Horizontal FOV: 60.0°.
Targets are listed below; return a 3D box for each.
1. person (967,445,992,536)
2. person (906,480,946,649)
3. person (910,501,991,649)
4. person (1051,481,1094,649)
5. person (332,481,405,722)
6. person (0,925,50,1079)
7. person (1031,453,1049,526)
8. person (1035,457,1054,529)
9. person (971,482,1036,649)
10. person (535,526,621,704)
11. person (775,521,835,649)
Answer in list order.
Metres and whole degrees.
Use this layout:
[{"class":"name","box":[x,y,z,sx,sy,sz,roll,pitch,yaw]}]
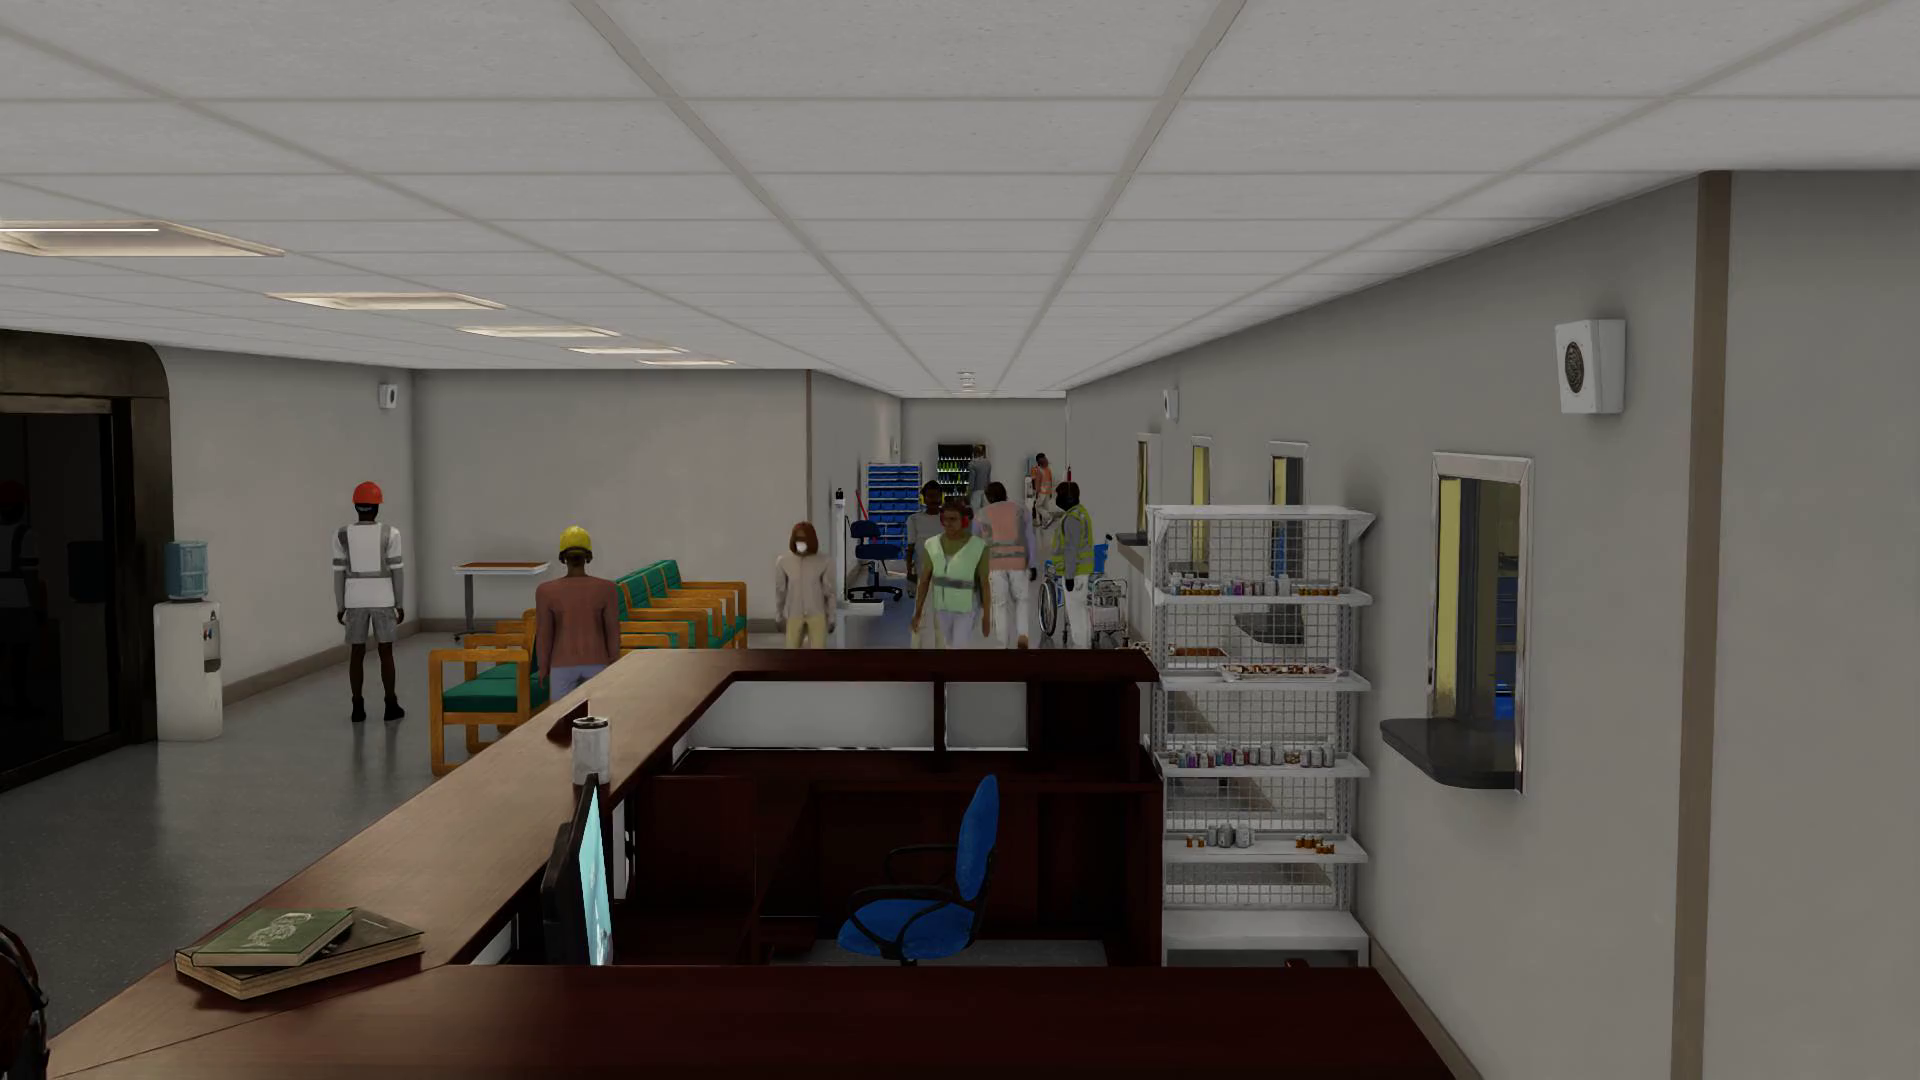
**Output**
[{"class":"person","box":[0.380,-1.003,34.473,0.373,1.940,0.628,4,6,42]},{"class":"person","box":[-0.264,0.370,15.681,0.508,1.872,0.329,-1,4,-17]},{"class":"person","box":[-0.051,0.585,13.197,0.577,1.792,0.935,3,5,32]},{"class":"person","box":[1.121,0.328,16.623,0.431,1.833,0.644,1,4,11]},{"class":"person","box":[-4.758,0.497,13.415,0.542,1.939,0.365,-1,4,-9]},{"class":"person","box":[-1.198,1.365,1.992,0.626,1.837,0.429,-2,5,-29]},{"class":"person","box":[1.855,-1.157,38.297,0.532,1.696,0.319,-3,5,-40]},{"class":"person","box":[1.916,-1.040,37.148,0.437,1.623,0.532,3,5,39]},{"class":"person","box":[0.446,0.301,17.165,0.661,1.800,0.510,0,4,-3]},{"class":"person","box":[-2.387,0.795,10.415,0.523,1.772,0.307,-1,4,-15]},{"class":"person","box":[-1.269,0.632,13.822,0.510,1.610,0.544,0,4,5]}]
